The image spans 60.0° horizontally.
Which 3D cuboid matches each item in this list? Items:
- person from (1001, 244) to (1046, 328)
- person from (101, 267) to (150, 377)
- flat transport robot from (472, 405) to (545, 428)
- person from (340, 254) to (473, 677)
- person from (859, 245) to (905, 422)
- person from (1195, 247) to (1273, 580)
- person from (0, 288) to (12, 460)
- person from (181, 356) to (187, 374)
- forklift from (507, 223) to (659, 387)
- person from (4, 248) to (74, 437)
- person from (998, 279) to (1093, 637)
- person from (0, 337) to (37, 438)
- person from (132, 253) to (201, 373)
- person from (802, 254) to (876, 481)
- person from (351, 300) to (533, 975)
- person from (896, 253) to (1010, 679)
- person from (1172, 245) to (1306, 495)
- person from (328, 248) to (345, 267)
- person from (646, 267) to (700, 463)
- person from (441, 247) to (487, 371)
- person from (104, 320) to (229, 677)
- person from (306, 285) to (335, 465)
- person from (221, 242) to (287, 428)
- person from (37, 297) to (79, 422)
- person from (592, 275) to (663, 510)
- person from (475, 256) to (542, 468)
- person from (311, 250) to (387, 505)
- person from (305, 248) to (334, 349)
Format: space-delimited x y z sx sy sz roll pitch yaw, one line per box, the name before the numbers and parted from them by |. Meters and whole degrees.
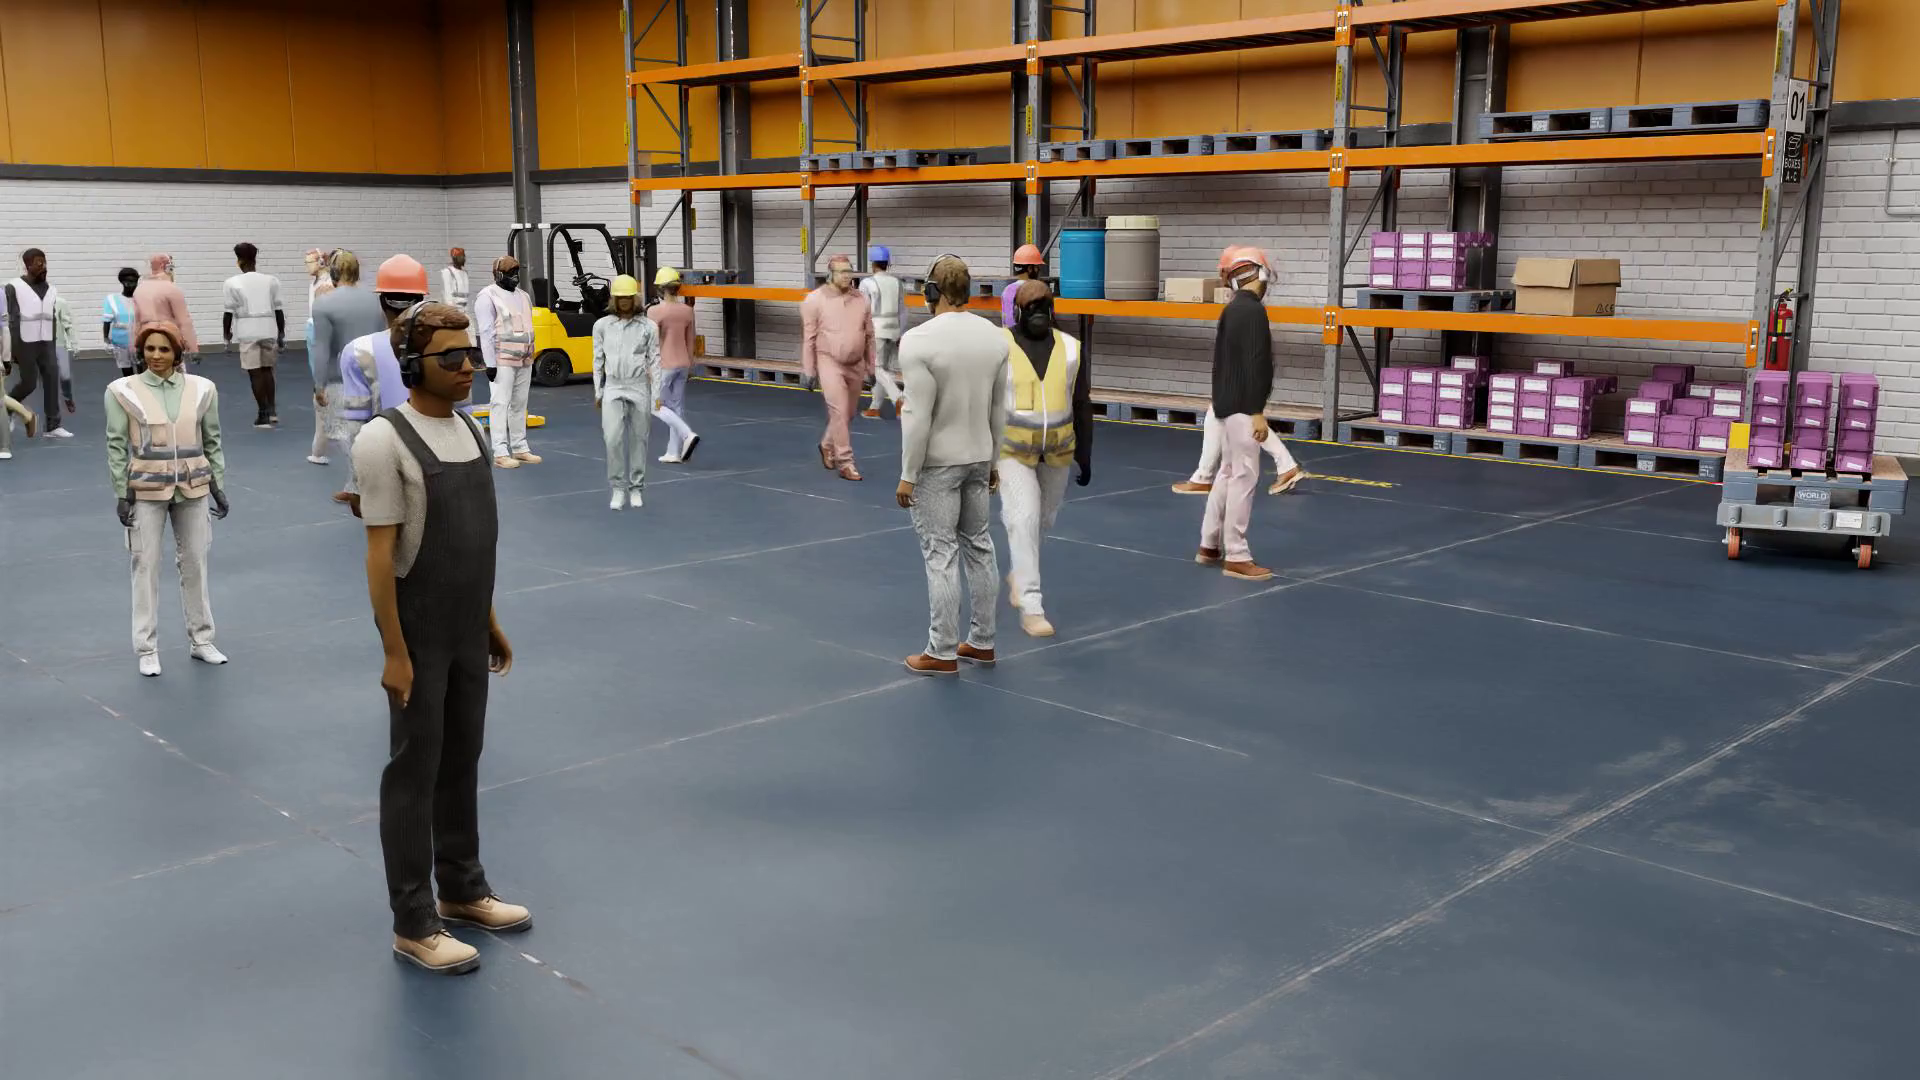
person | 0.597 -1.680 14.982 0.361 1.940 0.543 -6 12 -30
person | -9.103 -2.144 18.250 0.546 1.663 0.775 -4 11 -21
flat transport robot | -5.111 -1.264 17.264 1.431 0.197 0.652 -10 14 -44
person | -2.448 -0.294 7.428 0.552 1.935 0.370 -4 11 -23
person | -0.810 -2.233 18.084 0.857 1.910 0.602 10 14 44
person | 1.663 -0.756 9.938 0.421 1.950 0.718 -1 10 -5
person | -8.799 -1.651 14.856 0.587 1.927 0.368 -10 15 -44
person | -10.591 -2.823 22.143 0.548 1.637 0.533 0 10 -2
forklift | -5.316 -3.263 22.920 2.313 2.155 1.214 -10 14 -44
person | -9.325 -1.967 16.653 0.713 1.899 0.611 4 11 19
person | 0.365 -0.462 8.728 0.636 1.810 0.913 -3 11 -17
person | -9.211 -1.678 15.857 0.545 1.610 0.567 4 11 20
person | -8.000 -1.966 16.825 0.669 1.839 1.052 6 12 29
person | -1.025 -1.468 14.010 0.651 1.879 0.891 -7 12 -32
person | -1.444 0.262 4.645 0.344 1.847 0.507 3 11 18
person | -0.038 -0.333 7.638 0.635 1.937 0.353 -10 14 -44
person | 2.216 -1.308 12.927 0.996 1.956 0.634 2 11 13
person | -7.057 -2.397 19.071 0.532 1.875 0.317 5 12 27
person | -2.508 -1.520 14.619 0.533 1.746 0.535 8 13 36
person | -7.533 -3.445 24.851 0.941 1.853 0.573 5 12 26
person | -3.676 -0.200 7.741 0.515 1.636 0.314 -10 14 -42
person | -5.425 -1.416 14.486 0.872 1.597 0.534 9 14 40
person | -7.467 -2.154 17.535 0.577 1.946 0.622 10 14 42
person | -9.883 -2.083 18.065 0.547 1.608 0.523 -5 11 -23
person | -2.443 -1.078 12.257 0.506 1.723 0.594 -2 11 -11
person | -3.941 -1.560 14.595 0.429 1.843 0.631 4 11 23
person | -4.469 -1.182 12.328 0.675 1.918 0.639 6 12 29
person | -6.884 -2.232 18.158 0.540 1.880 0.723 -9 14 -42
